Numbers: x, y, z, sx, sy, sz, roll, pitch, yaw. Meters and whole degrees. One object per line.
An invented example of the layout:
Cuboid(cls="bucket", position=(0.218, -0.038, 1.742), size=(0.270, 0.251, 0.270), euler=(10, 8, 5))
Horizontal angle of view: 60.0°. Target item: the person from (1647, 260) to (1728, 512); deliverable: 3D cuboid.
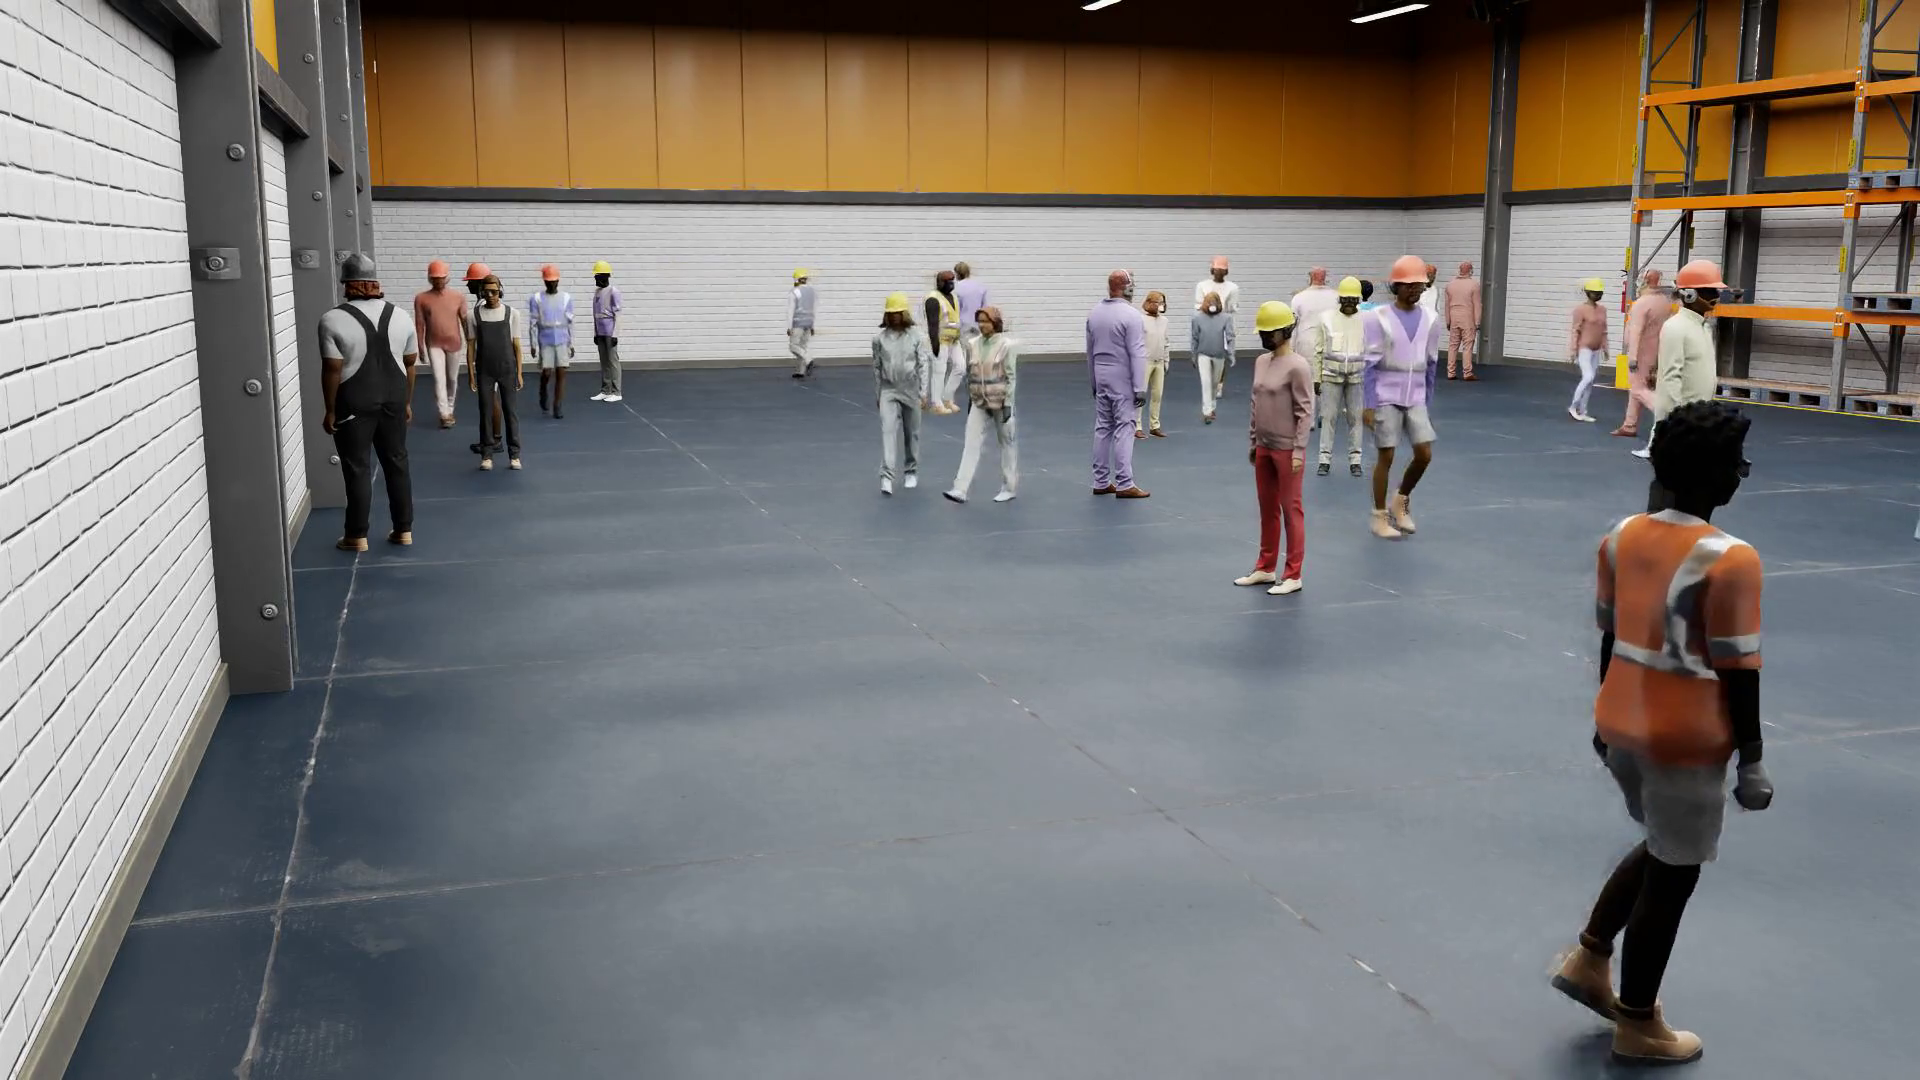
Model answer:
Cuboid(cls="person", position=(4.596, -0.765, 10.542), size=(0.382, 1.996, 0.608), euler=(8, 12, 38))

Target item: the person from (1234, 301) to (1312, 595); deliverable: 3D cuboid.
Cuboid(cls="person", position=(1.893, -0.551, 9.989), size=(0.339, 1.760, 0.526), euler=(-4, 11, -23))

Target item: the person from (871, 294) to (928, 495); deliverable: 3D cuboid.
Cuboid(cls="person", position=(-0.513, -1.246, 14.193), size=(0.490, 1.696, 0.905), euler=(0, 10, 2))

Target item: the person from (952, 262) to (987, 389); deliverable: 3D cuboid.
Cuboid(cls="person", position=(0.098, -3.193, 24.848), size=(0.642, 1.910, 0.442), euler=(-5, 11, -28))

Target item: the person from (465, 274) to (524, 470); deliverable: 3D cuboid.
Cuboid(cls="person", position=(-4.377, -1.569, 15.661), size=(0.507, 1.841, 0.334), euler=(-3, 10, -15))

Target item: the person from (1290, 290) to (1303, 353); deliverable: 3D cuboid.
Cuboid(cls="person", position=(4.320, -2.349, 20.915), size=(0.898, 1.580, 0.512), euler=(8, 12, 37))

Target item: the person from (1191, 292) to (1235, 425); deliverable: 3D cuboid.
Cuboid(cls="person", position=(3.046, -2.212, 20.110), size=(0.511, 1.585, 0.883), euler=(1, 10, 4))

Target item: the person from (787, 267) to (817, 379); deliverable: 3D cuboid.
Cuboid(cls="person", position=(-2.521, -3.473, 26.737), size=(0.565, 1.811, 0.606), euler=(8, 13, 40))

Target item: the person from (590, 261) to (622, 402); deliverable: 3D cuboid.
Cuboid(cls="person", position=(-4.877, -2.866, 22.902), size=(0.371, 1.929, 0.585), euler=(-9, 13, -41))

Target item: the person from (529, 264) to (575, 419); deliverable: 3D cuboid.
Cuboid(cls="person", position=(-5.056, -2.462, 20.626), size=(0.544, 1.914, 0.587), euler=(-4, 11, -23))

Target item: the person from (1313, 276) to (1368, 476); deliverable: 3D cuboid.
Cuboid(cls="person", position=(3.530, -1.495, 15.249), size=(0.588, 1.829, 0.404), euler=(2, 10, 10))

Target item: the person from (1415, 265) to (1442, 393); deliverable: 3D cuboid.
Cuboid(cls="person", position=(6.761, -3.060, 24.209), size=(0.592, 1.859, 0.580), euler=(-2, 10, -13))

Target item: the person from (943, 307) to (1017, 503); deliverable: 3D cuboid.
Cuboid(cls="person", position=(0.200, -1.074, 13.447), size=(0.545, 1.595, 0.824), euler=(7, 12, 35))

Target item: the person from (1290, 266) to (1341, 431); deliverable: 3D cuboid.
Cuboid(cls="person", position=(4.081, -2.193, 19.120), size=(0.666, 1.885, 0.454), euler=(-1, 10, -6))

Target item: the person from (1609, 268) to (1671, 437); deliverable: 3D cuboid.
Cuboid(cls="person", position=(7.558, -2.035, 18.228), size=(0.650, 1.884, 0.787), euler=(-8, 13, -40))

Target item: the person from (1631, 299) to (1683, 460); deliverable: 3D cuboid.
Cuboid(cls="person", position=(6.952, -1.552, 16.182), size=(0.763, 1.607, 0.546), euler=(8, 13, 40))

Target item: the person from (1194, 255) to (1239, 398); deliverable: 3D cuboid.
Cuboid(cls="person", position=(3.645, -3.033, 23.617), size=(0.622, 2.020, 0.788), euler=(2, 10, 14))

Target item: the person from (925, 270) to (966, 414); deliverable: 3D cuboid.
Cuboid(cls="person", position=(-0.178, -2.495, 21.048), size=(0.484, 1.824, 0.661), euler=(6, 11, 30))

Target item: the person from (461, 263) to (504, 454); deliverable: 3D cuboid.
Cuboid(cls="person", position=(-4.871, -1.851, 16.999), size=(0.360, 1.938, 0.545), euler=(-4, 11, -21))

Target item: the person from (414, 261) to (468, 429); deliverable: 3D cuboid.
Cuboid(cls="person", position=(-6.087, -2.305, 19.611), size=(0.616, 1.948, 1.022), euler=(-4, 11, -24))

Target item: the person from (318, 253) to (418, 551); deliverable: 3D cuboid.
Cuboid(cls="person", position=(-4.119, -0.951, 11.490), size=(0.534, 2.000, 0.679), euler=(9, 14, 44))

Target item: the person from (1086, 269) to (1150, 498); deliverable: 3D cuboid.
Cuboid(cls="person", position=(1.344, -1.303, 13.918), size=(0.407, 1.905, 0.655), euler=(-7, 12, -34))

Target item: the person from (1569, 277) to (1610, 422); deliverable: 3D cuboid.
Cuboid(cls="person", position=(7.612, -2.287, 20.076), size=(0.525, 1.754, 0.380), euler=(-6, 11, -30))

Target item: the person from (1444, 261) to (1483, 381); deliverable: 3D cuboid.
Cuboid(cls="person", position=(8.083, -3.502, 26.649), size=(0.409, 1.905, 0.651), euler=(-8, 13, -39))

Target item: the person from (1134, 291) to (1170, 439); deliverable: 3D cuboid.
Cuboid(cls="person", position=(2.123, -1.934, 18.394), size=(0.505, 1.628, 0.276), euler=(-7, 12, -35))

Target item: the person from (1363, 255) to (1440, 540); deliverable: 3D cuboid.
Cuboid(cls="person", position=(3.129, -0.995, 11.795), size=(0.618, 2.029, 0.430), euler=(-2, 10, -13))

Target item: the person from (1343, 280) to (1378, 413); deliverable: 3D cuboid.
Cuboid(cls="person", position=(5.118, -2.454, 21.175), size=(0.536, 1.700, 0.318), euler=(-6, 12, -32))

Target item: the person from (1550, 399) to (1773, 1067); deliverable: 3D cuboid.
Cuboid(cls="person", position=(1.784, 0.494, 4.136), size=(0.359, 1.686, 0.533), euler=(-2, 10, -9))
